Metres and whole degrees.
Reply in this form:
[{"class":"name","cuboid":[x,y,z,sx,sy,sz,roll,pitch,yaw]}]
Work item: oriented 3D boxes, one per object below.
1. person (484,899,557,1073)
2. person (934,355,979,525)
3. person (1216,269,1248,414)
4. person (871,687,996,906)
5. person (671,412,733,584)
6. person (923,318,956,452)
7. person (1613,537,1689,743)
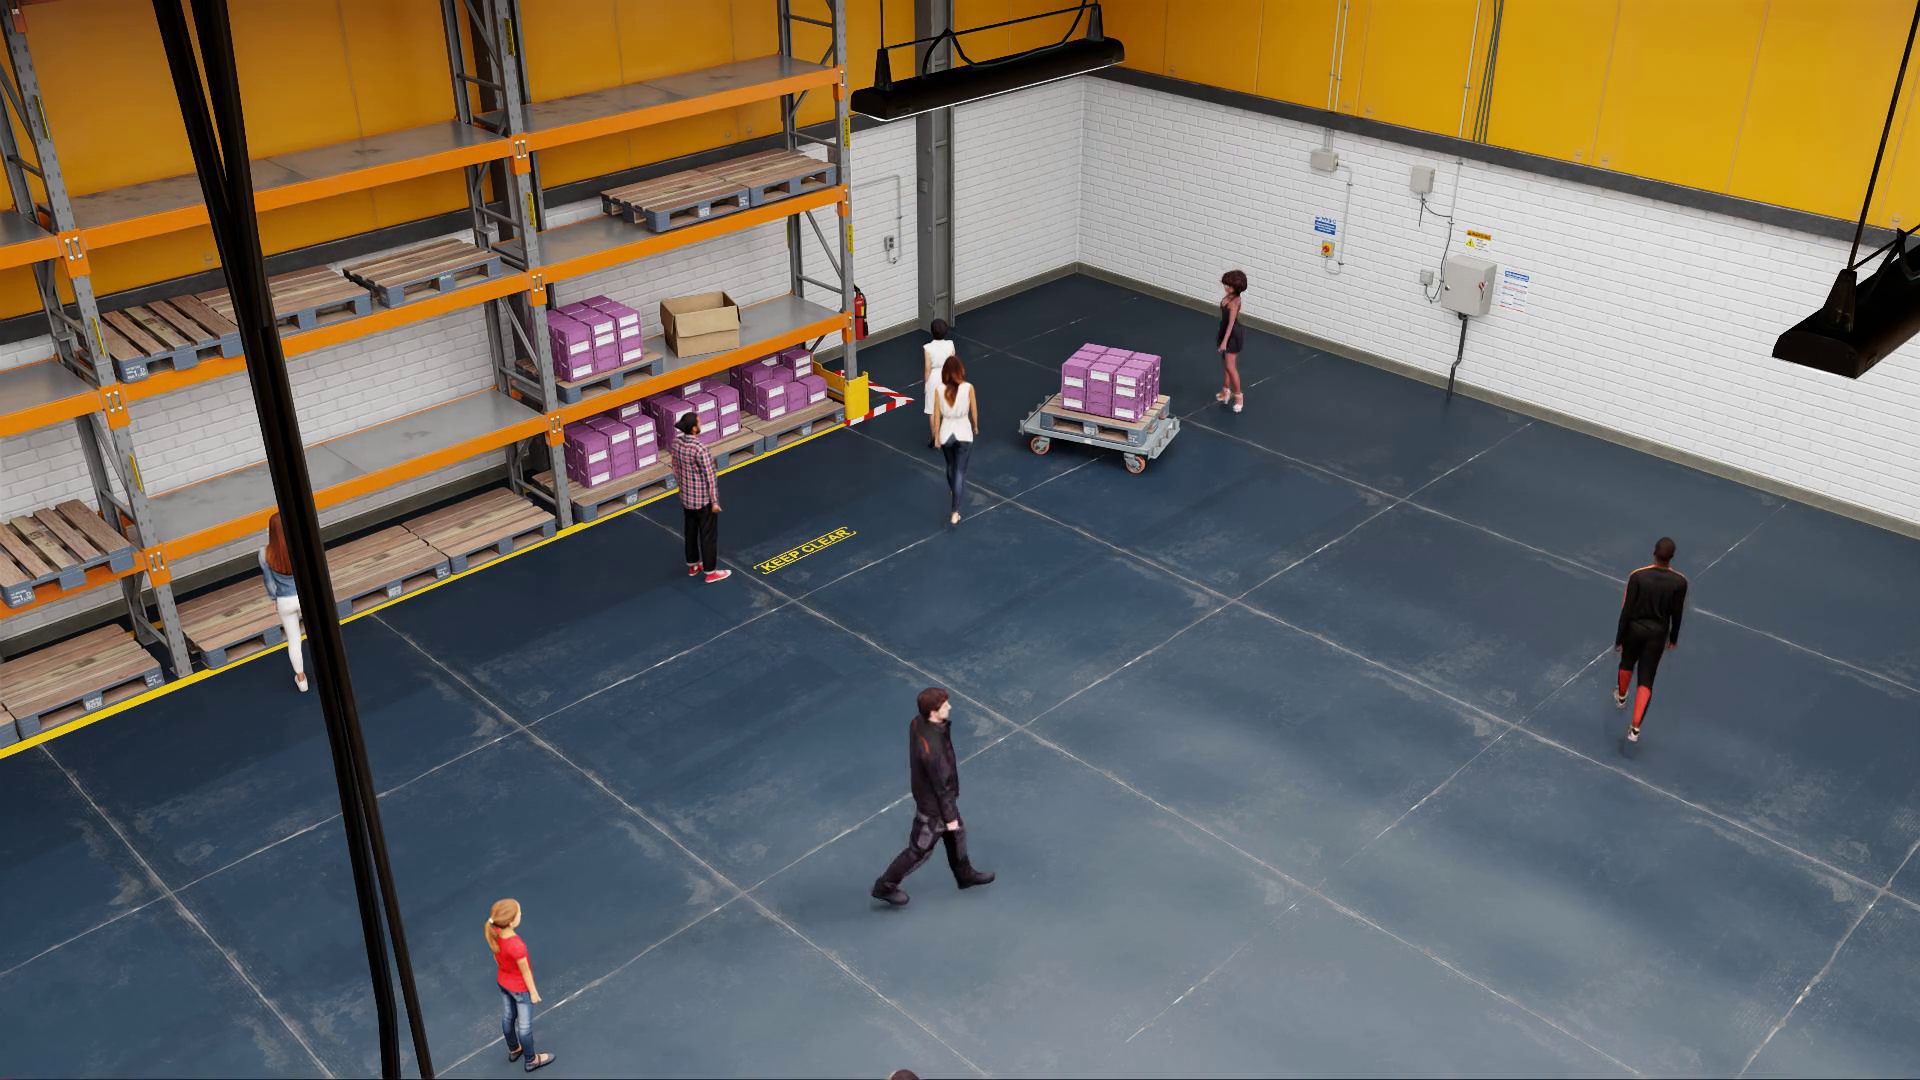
[{"class":"person","cuboid":[-2.832,2.815,10.566,0.507,1.309,0.500,22,35,34]},{"class":"person","cuboid":[-0.042,-0.996,17.105,1.000,1.738,1.169,4,29,8]},{"class":"person","cuboid":[3.199,-2.404,19.665,0.835,1.759,0.764,8,30,14]},{"class":"person","cuboid":[-0.274,1.859,11.807,1.296,1.799,1.152,-4,29,-8]},{"class":"person","cuboid":[-2.528,-0.428,16.040,0.715,1.760,0.625,21,35,33]},{"class":"person","cuboid":[-0.223,-1.752,18.681,0.579,1.555,0.691,-10,30,-18]},{"class":"person","cuboid":[5.659,0.836,13.716,1.010,1.768,1.289,9,30,16]}]
